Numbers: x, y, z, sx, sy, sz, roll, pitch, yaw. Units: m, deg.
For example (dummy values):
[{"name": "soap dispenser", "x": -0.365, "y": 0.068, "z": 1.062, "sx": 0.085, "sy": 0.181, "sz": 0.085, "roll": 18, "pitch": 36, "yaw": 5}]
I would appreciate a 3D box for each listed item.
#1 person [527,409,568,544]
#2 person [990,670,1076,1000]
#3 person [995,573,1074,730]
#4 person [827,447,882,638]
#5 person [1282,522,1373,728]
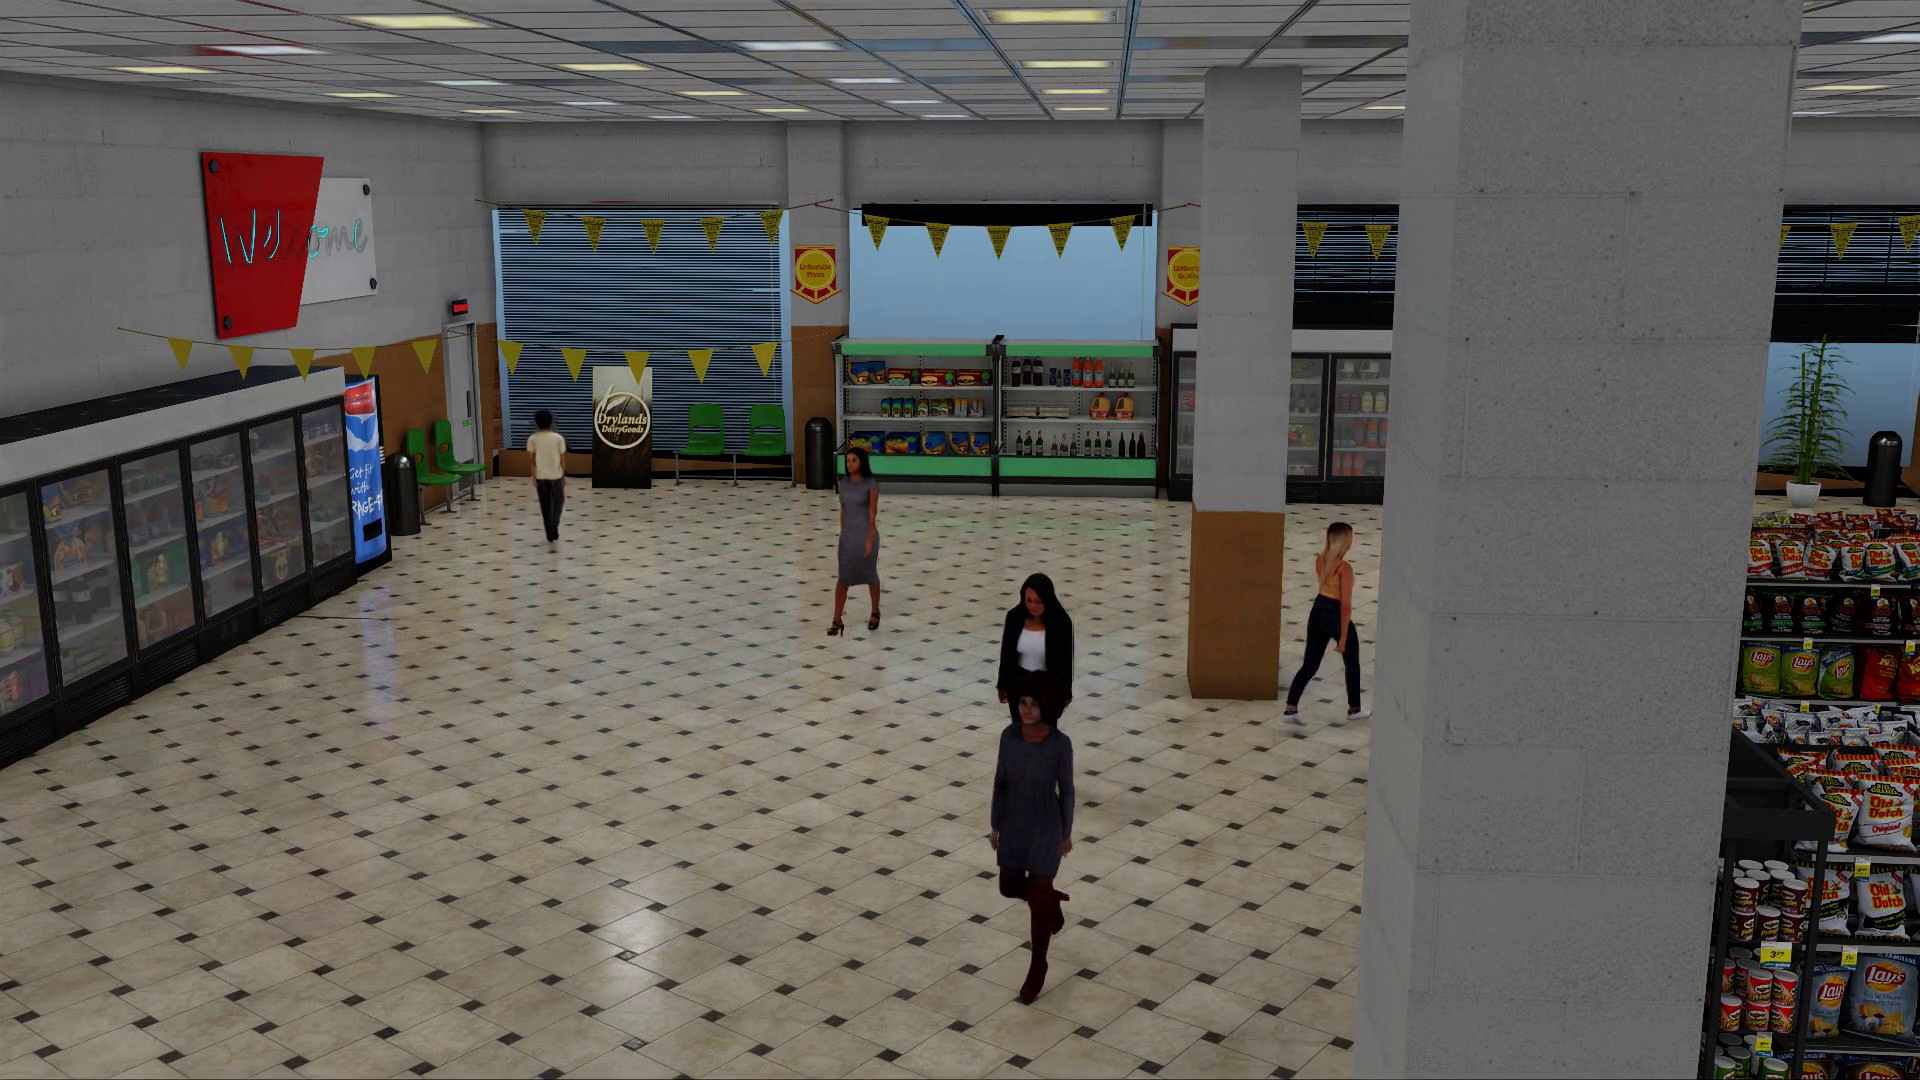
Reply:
[{"name": "person", "x": -4.782, "y": -0.714, "z": 19.353, "sx": 0.807, "sy": 1.574, "sz": 0.767, "roll": -2, "pitch": 12, "yaw": -8}, {"name": "person", "x": 0.414, "y": 1.488, "z": 8.599, "sx": 0.896, "sy": 1.695, "sz": 0.854, "roll": 7, "pitch": 14, "yaw": 28}, {"name": "person", "x": 0.540, "y": 0.985, "z": 11.297, "sx": 1.026, "sy": 1.569, "sz": 0.750, "roll": 2, "pitch": 12, "yaw": 7}, {"name": "person", "x": -0.878, "y": 0.025, "z": 15.434, "sx": 1.058, "sy": 1.744, "sz": 0.880, "roll": 5, "pitch": 13, "yaw": 22}, {"name": "person", "x": 2.758, "y": 0.682, "z": 12.684, "sx": 1.173, "sy": 1.590, "sz": 1.027, "roll": -7, "pitch": 14, "yaw": -31}]
